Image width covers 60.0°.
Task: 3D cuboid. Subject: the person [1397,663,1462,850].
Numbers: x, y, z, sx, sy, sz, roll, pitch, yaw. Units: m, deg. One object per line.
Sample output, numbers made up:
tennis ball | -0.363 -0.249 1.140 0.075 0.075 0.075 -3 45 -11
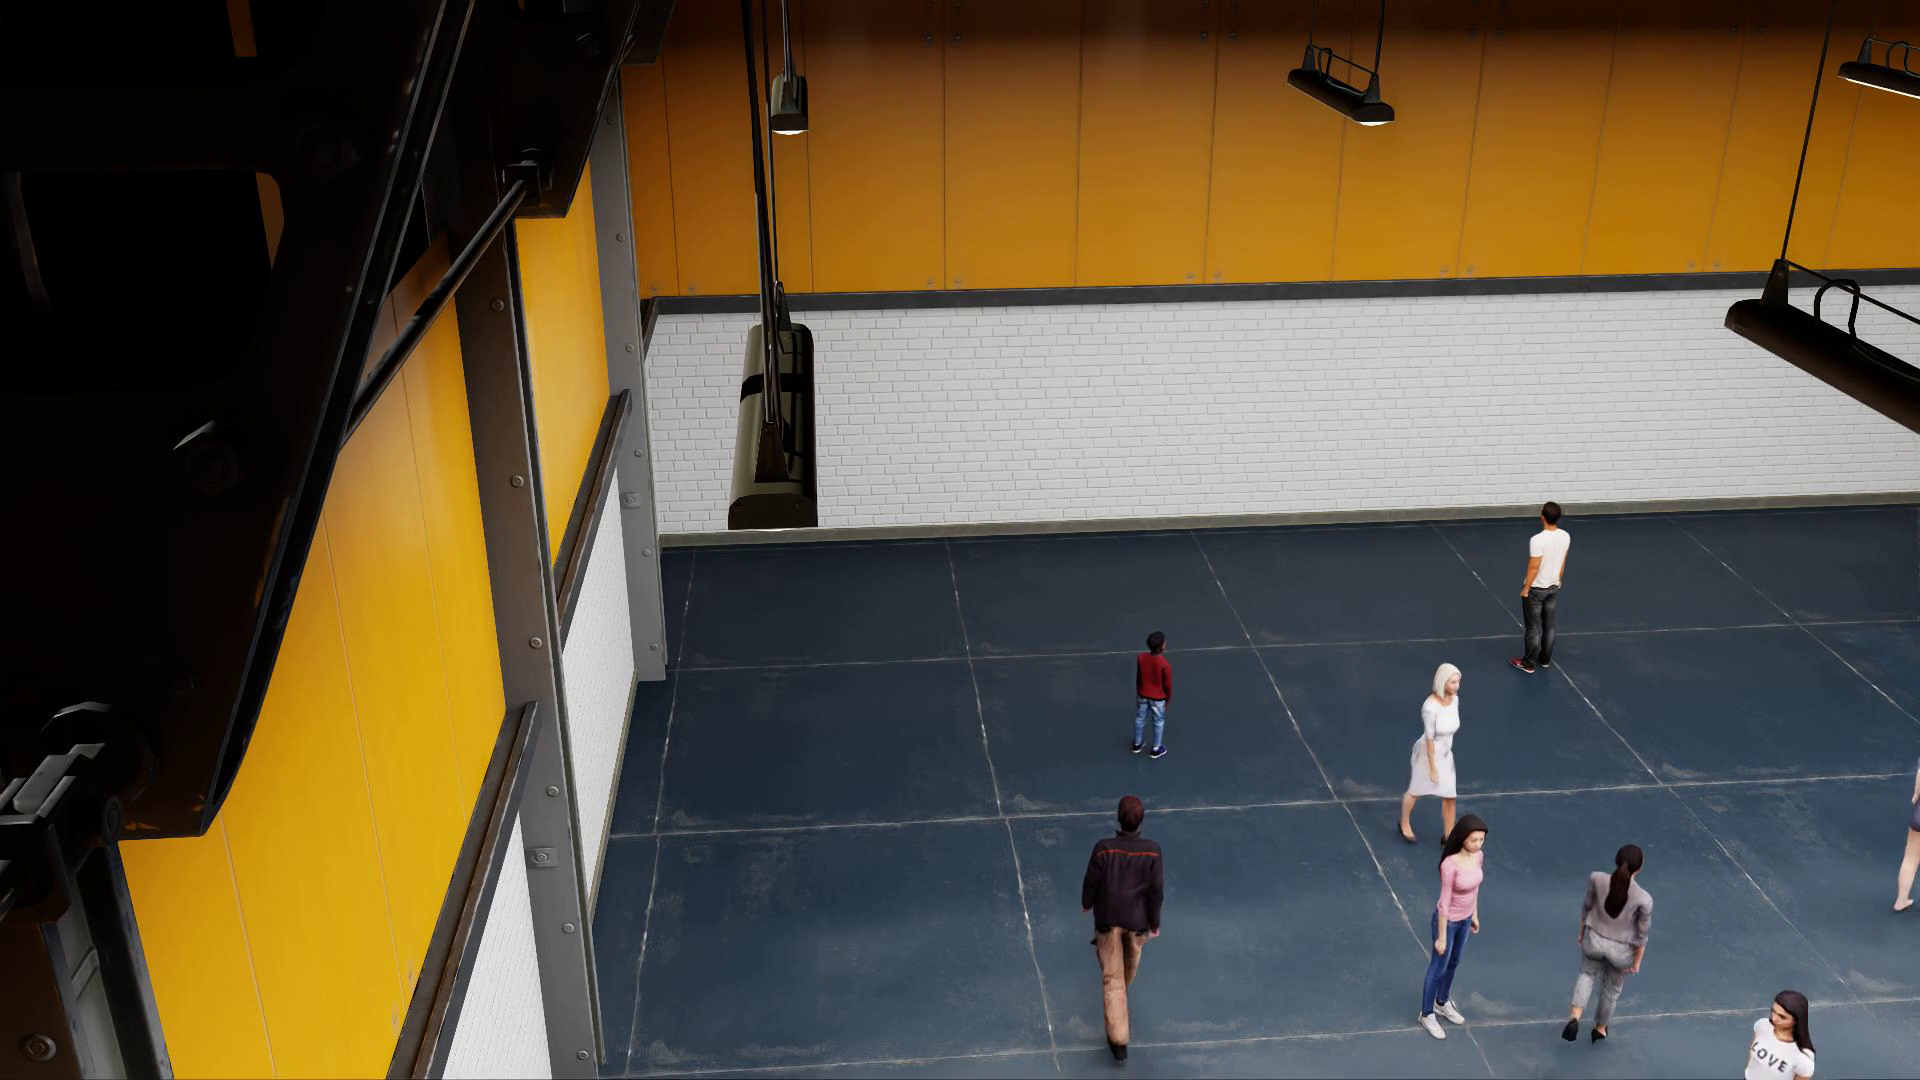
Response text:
person | 3.858 1.779 13.830 0.813 1.724 0.955 -15 28 -30

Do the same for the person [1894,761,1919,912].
person | 7.572 2.213 12.954 0.884 1.630 0.841 -20 31 -38

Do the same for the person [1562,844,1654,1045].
person | 4.433 2.846 11.459 0.858 1.667 0.914 19 30 37

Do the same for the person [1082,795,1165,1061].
person | 1.119 2.699 11.534 0.682 1.876 1.208 -2 24 -4

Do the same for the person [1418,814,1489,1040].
person | 3.482 2.685 11.735 0.653 1.741 0.673 -17 29 -34

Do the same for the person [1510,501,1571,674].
person | 5.866 0.464 16.741 0.711 1.801 0.666 -11 26 -24

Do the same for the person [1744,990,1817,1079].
person | 4.934 3.415 10.039 0.758 1.761 0.684 -10 25 -21

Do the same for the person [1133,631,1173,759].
person | 1.763 1.412 15.257 0.581 1.253 0.624 13 27 28
